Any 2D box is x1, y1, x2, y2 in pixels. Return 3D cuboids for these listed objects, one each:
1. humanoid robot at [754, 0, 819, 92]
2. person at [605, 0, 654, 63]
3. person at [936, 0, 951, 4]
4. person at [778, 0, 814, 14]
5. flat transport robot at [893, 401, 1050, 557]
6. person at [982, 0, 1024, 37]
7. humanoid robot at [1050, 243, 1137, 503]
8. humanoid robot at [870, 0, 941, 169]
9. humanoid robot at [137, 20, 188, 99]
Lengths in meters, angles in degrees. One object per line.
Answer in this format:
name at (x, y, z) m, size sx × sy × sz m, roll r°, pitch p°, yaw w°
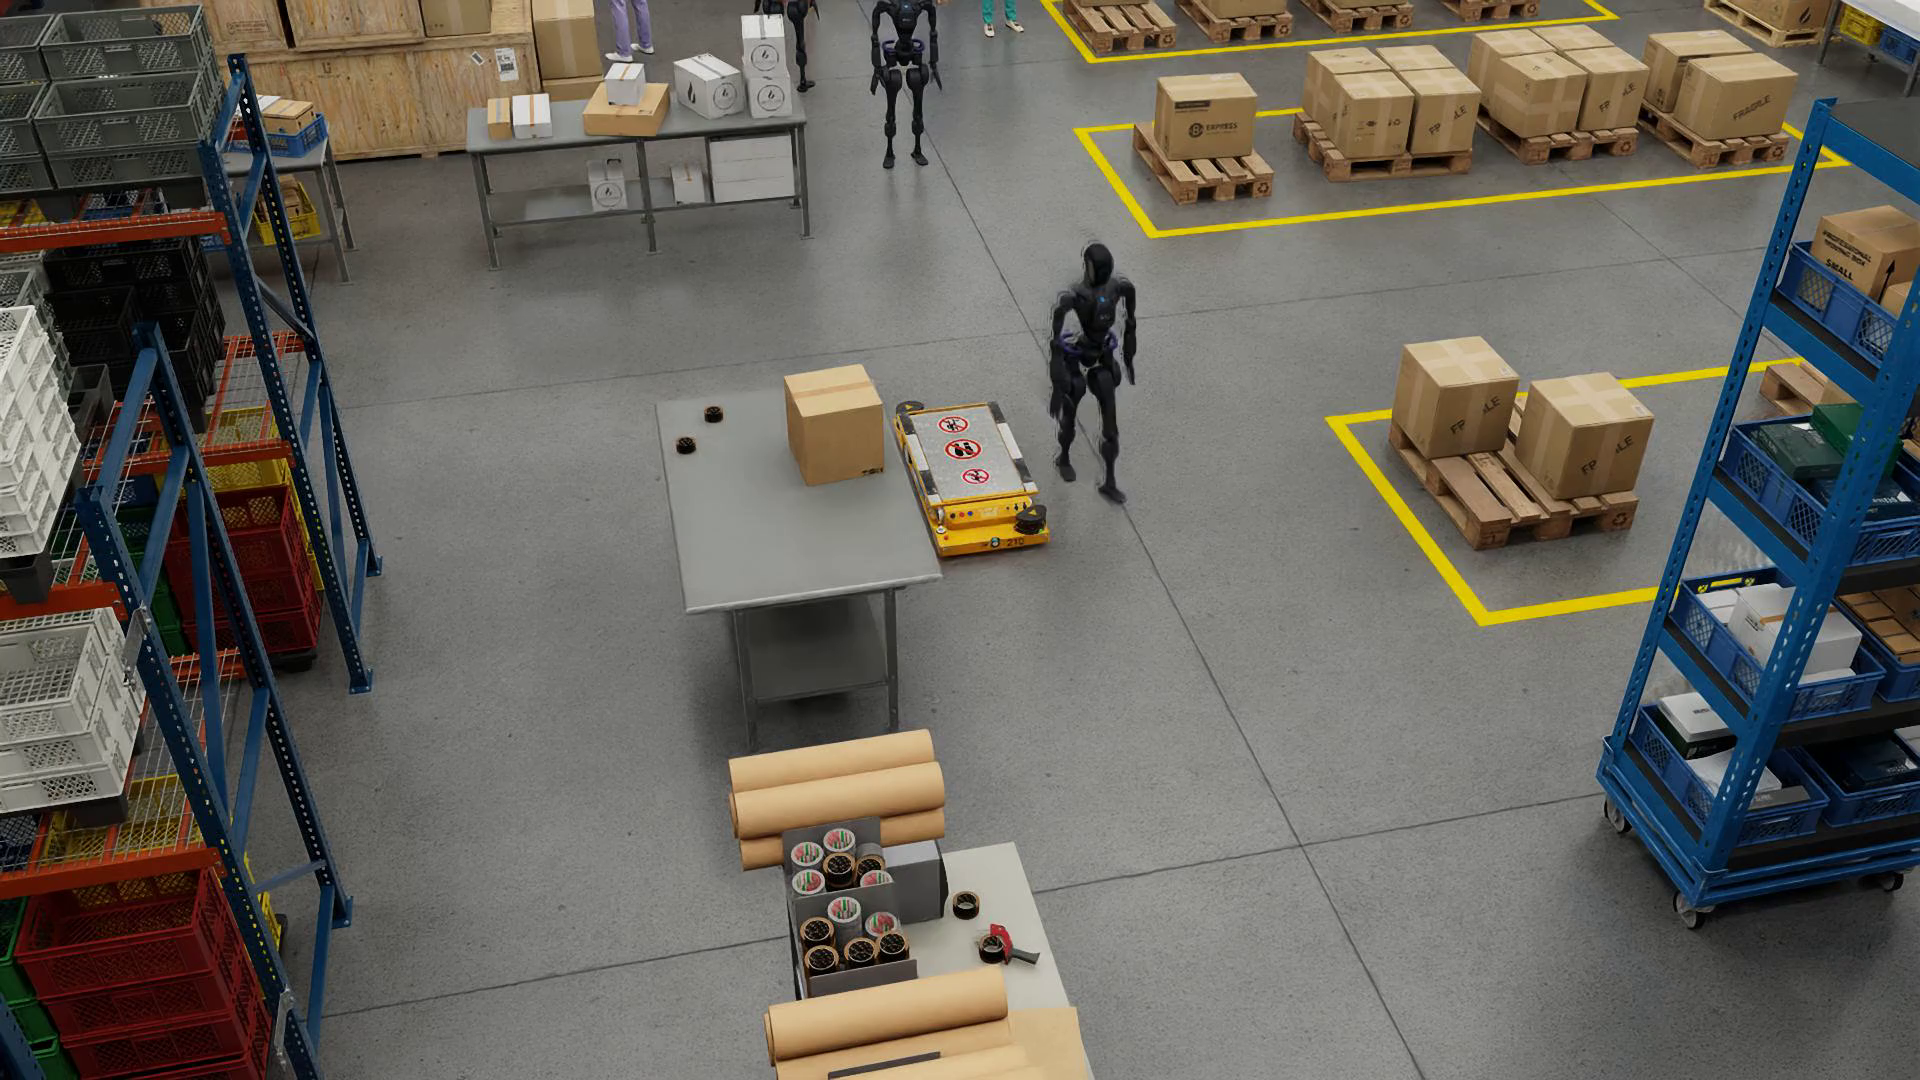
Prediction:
humanoid robot at (-1.565, -4.864, 14.900) m, size 0.609 × 1.656 × 0.315 m, roll 5°, pitch 37°, yaw 7°
person at (-3.196, -5.434, 15.480) m, size 0.405 × 1.918 × 0.582 m, roll 25°, pitch 43°, yaw 29°
person at (-0.302, -6.348, 16.602) m, size 0.705 × 2.000 × 0.764 m, roll 17°, pitch 40°, yaw 22°
person at (-1.713, -6.251, 16.510) m, size 0.621 × 1.991 × 0.394 m, roll -7°, pitch 37°, yaw -9°
flat transport robot at (0.046, -0.430, 10.108) m, size 0.652 × 0.197 × 1.431 m, roll -8°, pitch 37°, yaw -10°
person at (0.426, -5.775, 16.060) m, size 0.525 × 1.768 × 0.312 m, roll -15°, pitch 39°, yaw -19°
humanoid robot at (0.775, -0.979, 9.709) m, size 0.607 × 1.627 × 0.705 m, roll -12°, pitch 38°, yaw -15°
humanoid robot at (-0.447, -3.845, 13.530) m, size 0.584 × 1.657 × 0.327 m, roll -7°, pitch 37°, yaw -9°
humanoid robot at (-5.887, -3.091, 12.516) m, size 0.611 × 1.657 × 0.315 m, roll 19°, pitch 41°, yaw 24°
